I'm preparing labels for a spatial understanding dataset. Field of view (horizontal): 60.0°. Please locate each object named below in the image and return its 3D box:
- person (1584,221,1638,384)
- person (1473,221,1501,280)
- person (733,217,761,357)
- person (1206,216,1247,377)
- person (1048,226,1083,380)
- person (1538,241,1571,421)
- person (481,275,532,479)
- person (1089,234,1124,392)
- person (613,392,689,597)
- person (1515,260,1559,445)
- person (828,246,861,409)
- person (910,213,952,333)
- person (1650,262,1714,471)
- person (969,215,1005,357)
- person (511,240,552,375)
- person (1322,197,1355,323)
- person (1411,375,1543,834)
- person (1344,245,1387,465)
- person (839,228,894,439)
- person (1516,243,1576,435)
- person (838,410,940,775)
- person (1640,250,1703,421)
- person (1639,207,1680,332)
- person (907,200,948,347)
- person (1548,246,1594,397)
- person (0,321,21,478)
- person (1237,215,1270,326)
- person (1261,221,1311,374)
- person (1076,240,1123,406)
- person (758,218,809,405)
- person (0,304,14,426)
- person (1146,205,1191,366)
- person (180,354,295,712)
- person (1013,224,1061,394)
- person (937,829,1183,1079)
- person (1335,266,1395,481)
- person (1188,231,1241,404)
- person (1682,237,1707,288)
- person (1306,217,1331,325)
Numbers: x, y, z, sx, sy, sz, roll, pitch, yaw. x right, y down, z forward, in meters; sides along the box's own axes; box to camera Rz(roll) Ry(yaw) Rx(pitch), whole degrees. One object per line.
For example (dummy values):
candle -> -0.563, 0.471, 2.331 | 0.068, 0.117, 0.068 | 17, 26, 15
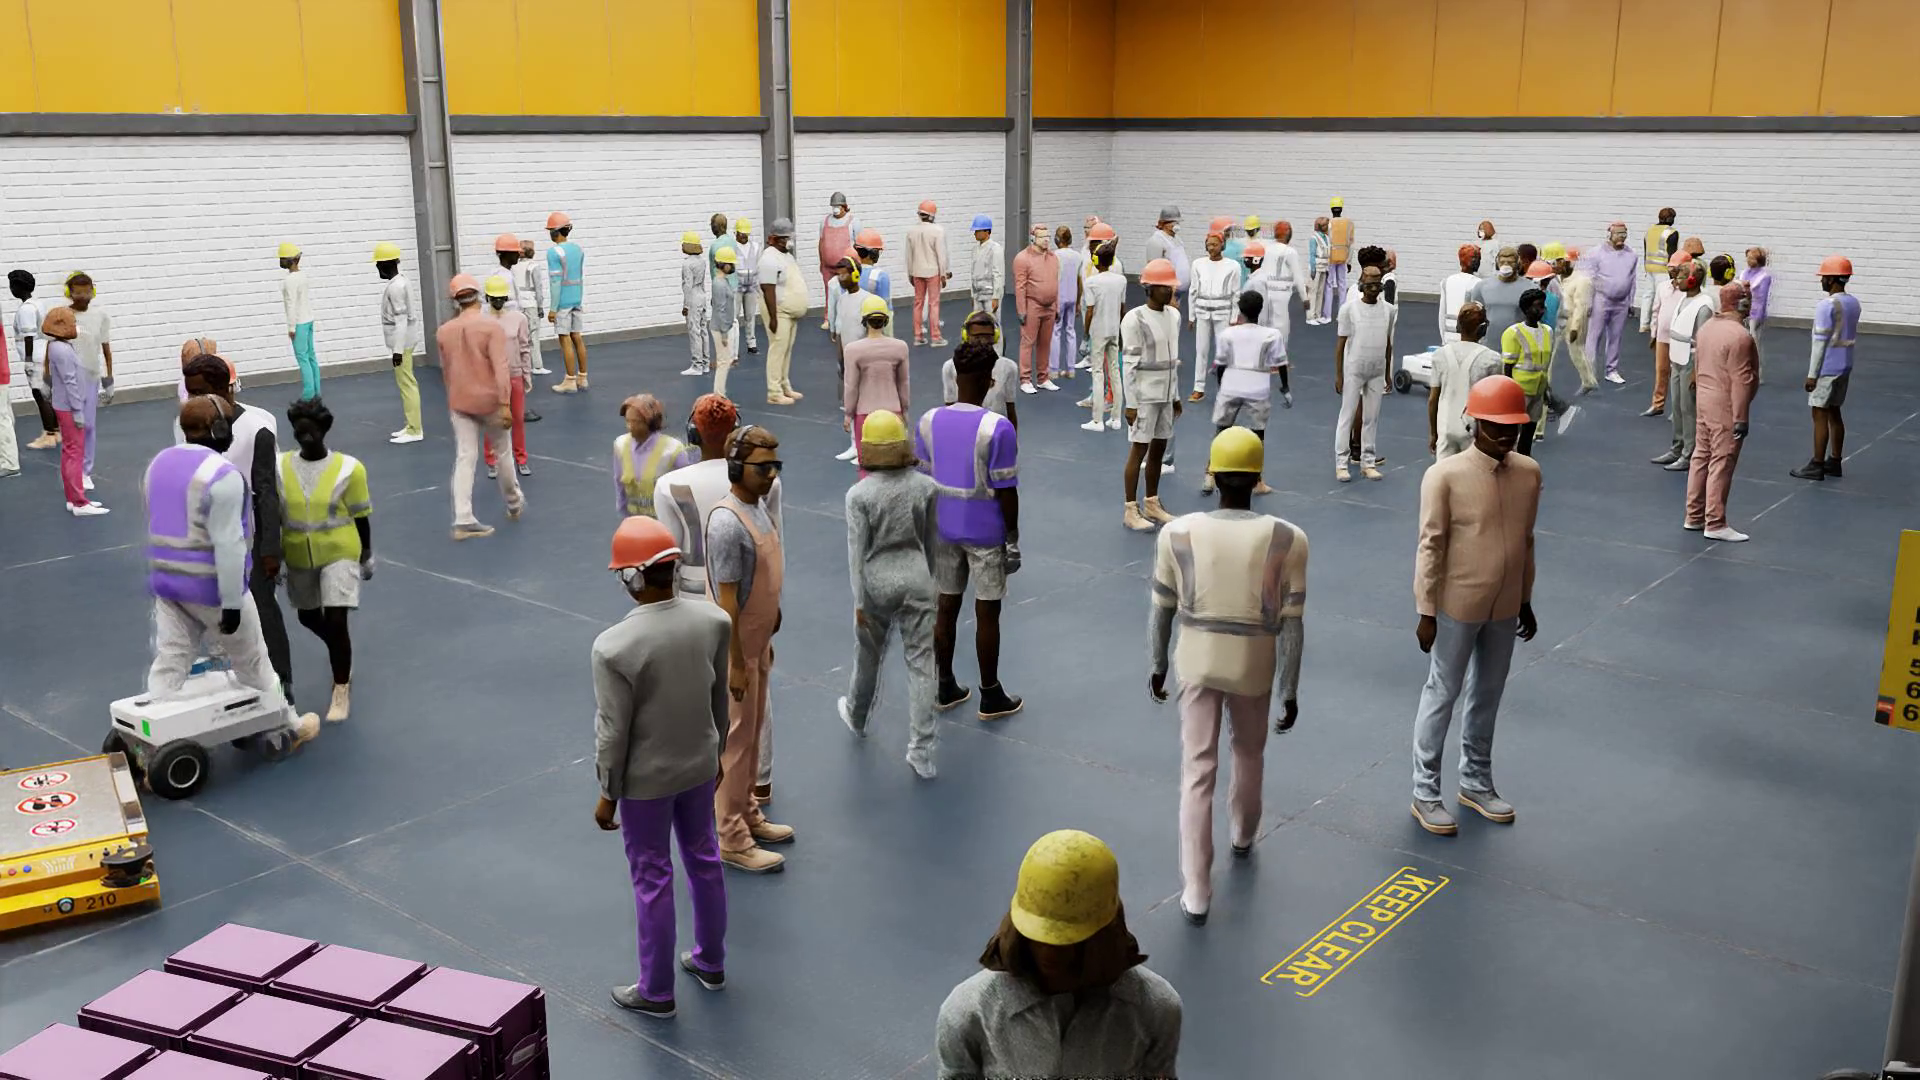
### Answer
person -> 7.676, -2.795, 19.616 | 0.643, 1.909, 0.410 | -2, 14, -9
person -> 7.733, -3.887, 24.552 | 0.282, 1.625, 0.494 | -9, 17, -32
person -> -2.865, -3.338, 21.954 | 0.586, 1.823, 0.403 | -8, 16, -30
person -> 3.109, -2.851, 19.764 | 0.810, 1.943, 0.653 | 10, 17, 35
person -> 1.228, -2.828, 19.903 | 0.518, 1.835, 0.357 | -8, 16, -30
person -> 6.086, -2.159, 17.215 | 0.403, 1.837, 0.590 | 6, 15, 22
person -> -3.955, -1.405, 14.365 | 0.518, 1.756, 0.342 | -8, 16, -28
person -> 1.671, -2.540, 18.721 | 0.326, 1.843, 0.515 | -3, 14, -10
person -> -1.669, -0.097, 9.495 | 0.531, 1.584, 0.889 | 8, 16, 30
person -> 5.476, -1.785, 15.886 | 0.329, 1.751, 0.571 | 11, 18, 38
person -> -1.128, -2.275, 17.846 | 0.572, 1.748, 0.342 | 4, 15, 15
person -> -0.450, -4.013, 24.591 | 0.582, 1.868, 1.026 | 7, 16, 26
person -> 6.438, -1.529, 14.686 | 0.373, 1.839, 0.571 | 1, 14, 3
person -> 0.311, -2.986, 20.318 | 0.414, 1.941, 0.607 | -10, 17, -33
person -> -5.287, -2.838, 20.334 | 0.515, 1.636, 0.315 | 9, 17, 32
person -> 5.771, -4.313, 25.645 | 0.593, 1.922, 0.373 | -4, 15, -15
person -> 2.235, 0.276, 7.162 | 0.624, 1.992, 0.390 | -6, 15, -23
person -> 3.645, -1.663, 14.971 | 0.367, 1.966, 0.606 | -2, 14, -6
person -> -0.867, -1.959, 15.996 | 0.607, 2.044, 0.372 | 10, 17, 36
person -> 5.623, -1.941, 16.252 | 0.829, 1.887, 0.635 | 7, 16, 25
person -> -0.342, 0.216, 8.003 | 0.493, 1.700, 0.894 | -5, 15, -20
person -> 7.368, -2.109, 17.175 | 0.335, 1.754, 0.567 | -8, 16, -30
person -> 10.226, -3.920, 24.272 | 0.431, 1.835, 0.618 | -4, 15, -15
person -> -0.446, -3.668, 22.923 | 0.611, 1.996, 0.378 | 9, 17, 32
person -> 6.750, -2.414, 18.507 | 0.919, 1.710, 0.566 | -6, 15, -24
person -> -8.444, -1.410, 14.423 | 0.350, 1.739, 0.574 | -12, 18, -40
person -> 4.110, -3.699, 23.531 | 0.524, 1.760, 0.327 | 8, 16, 30
person -> 4.011, -2.969, 20.426 | 0.710, 1.855, 0.637 | -6, 15, -23
person -> 1.539, -2.354, 17.836 | 0.398, 1.916, 0.590 | -7, 16, -26
person -> -1.930, -2.518, 18.235 | 0.536, 2.000, 0.689 | 3, 14, 11
person -> -9.577, -1.815, 16.260 | 0.508, 1.629, 0.318 | -2, 14, -8
person -> 2.628, -3.172, 20.851 | 0.535, 2.000, 0.688 | 8, 16, 29
person -> -3.681, -0.003, 8.468 | 0.601, 1.906, 0.411 | 7, 15, 25
person -> 0.908, -2.637, 18.984 | 0.643, 1.909, 0.409 | -12, 19, -40
person -> 0.198, 1.376, 3.285 | 0.487, 1.741, 0.313 | -2, 14, -8
person -> 3.459, -1.417, 14.232 | 0.516, 1.843, 0.326 | -3, 14, -11
person -> 2.773, -2.435, 18.227 | 0.576, 1.882, 0.354 | 6, 15, 23
person -> 9.140, -2.966, 20.851 | 0.507, 1.632, 0.267 | -9, 17, -33
person -> 5.482, -4.109, 25.410 | 0.306, 1.637, 0.522 | 11, 17, 36
